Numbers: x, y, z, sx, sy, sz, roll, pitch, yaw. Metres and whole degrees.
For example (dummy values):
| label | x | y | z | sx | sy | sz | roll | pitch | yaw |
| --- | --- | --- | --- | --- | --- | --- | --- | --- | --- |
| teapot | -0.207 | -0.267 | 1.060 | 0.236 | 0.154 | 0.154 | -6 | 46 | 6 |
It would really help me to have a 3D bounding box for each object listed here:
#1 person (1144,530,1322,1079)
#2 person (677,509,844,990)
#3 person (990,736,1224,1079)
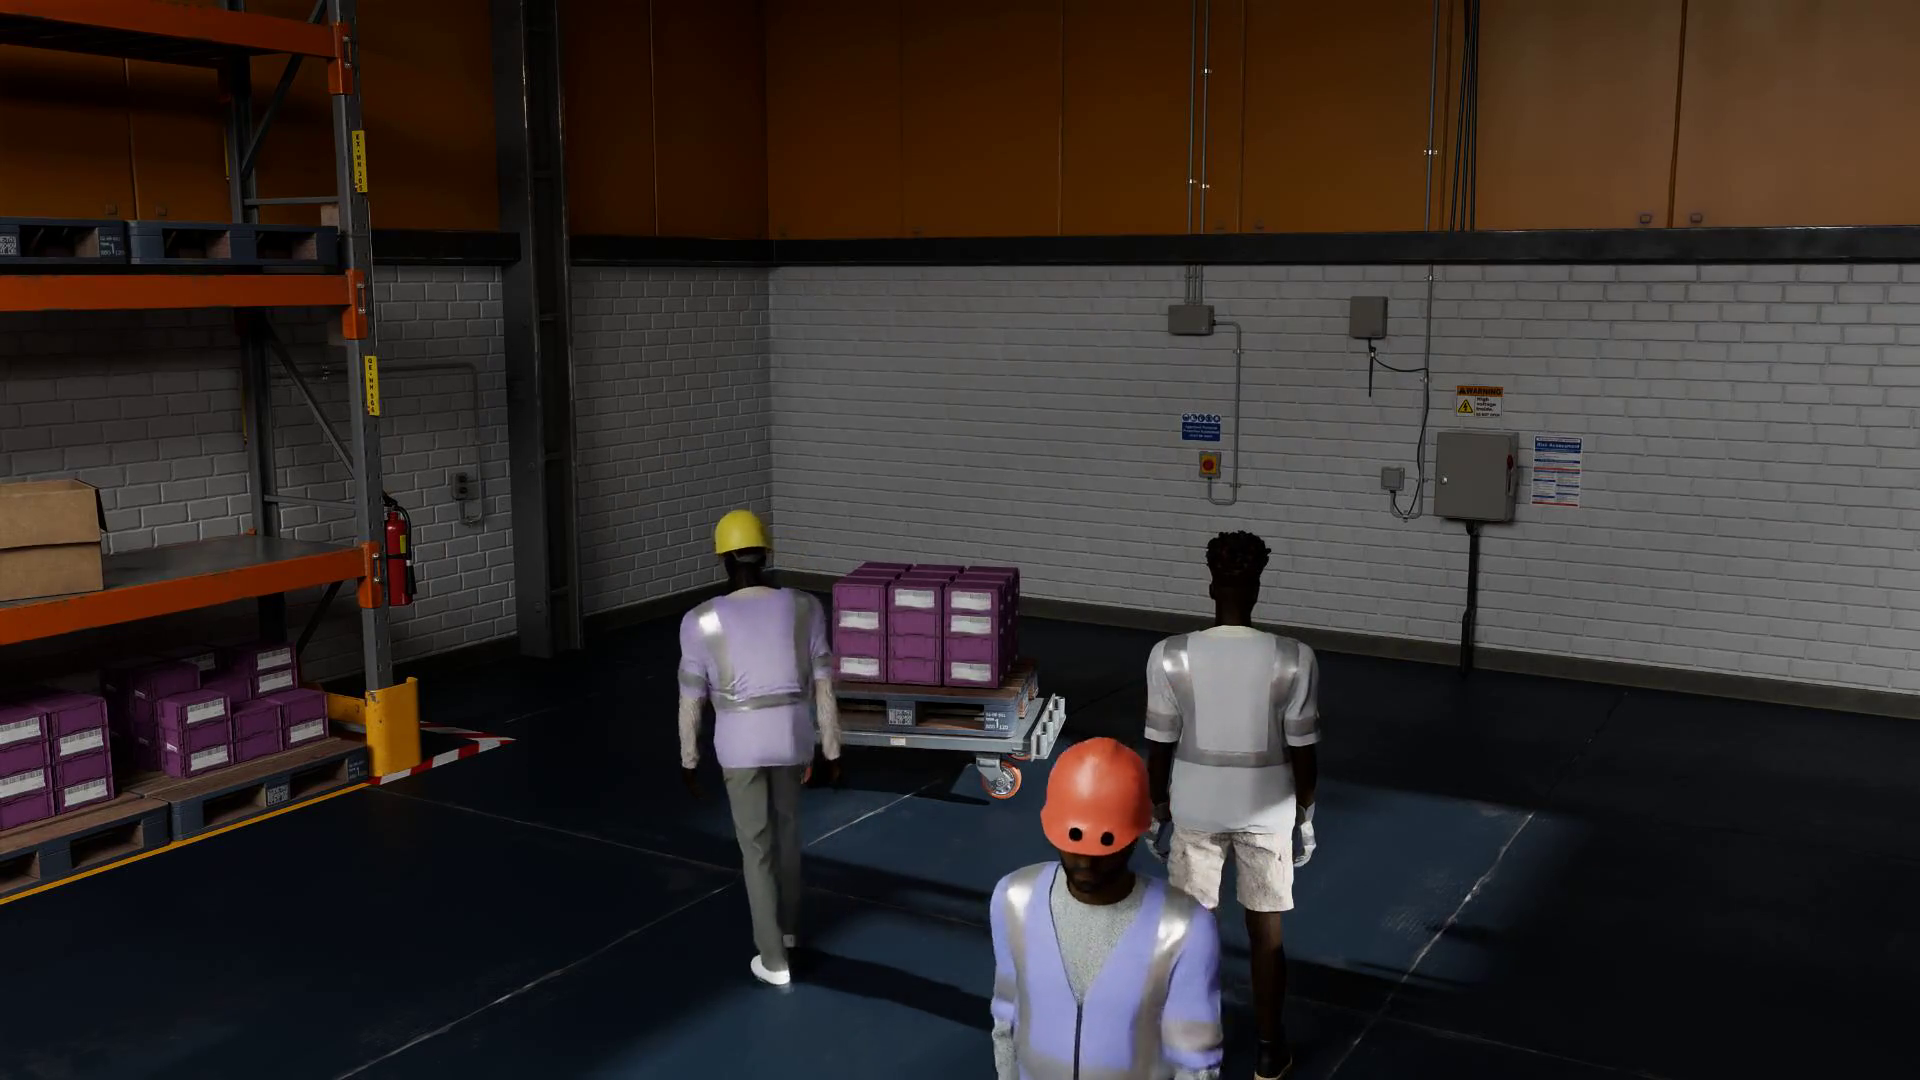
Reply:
| label | x | y | z | sx | sy | sz | roll | pitch | yaw |
| --- | --- | --- | --- | --- | --- | --- | --- | --- | --- |
| person | 0.943 | 0.939 | 5.792 | 0.603 | 1.967 | 0.367 | 2 | 9 | 10 |
| person | -0.824 | 0.824 | 6.731 | 0.631 | 1.891 | 0.705 | -4 | 10 | -22 |
| person | 0.295 | 1.333 | 3.633 | 0.551 | 1.874 | 1.001 | 4 | 10 | 22 |
